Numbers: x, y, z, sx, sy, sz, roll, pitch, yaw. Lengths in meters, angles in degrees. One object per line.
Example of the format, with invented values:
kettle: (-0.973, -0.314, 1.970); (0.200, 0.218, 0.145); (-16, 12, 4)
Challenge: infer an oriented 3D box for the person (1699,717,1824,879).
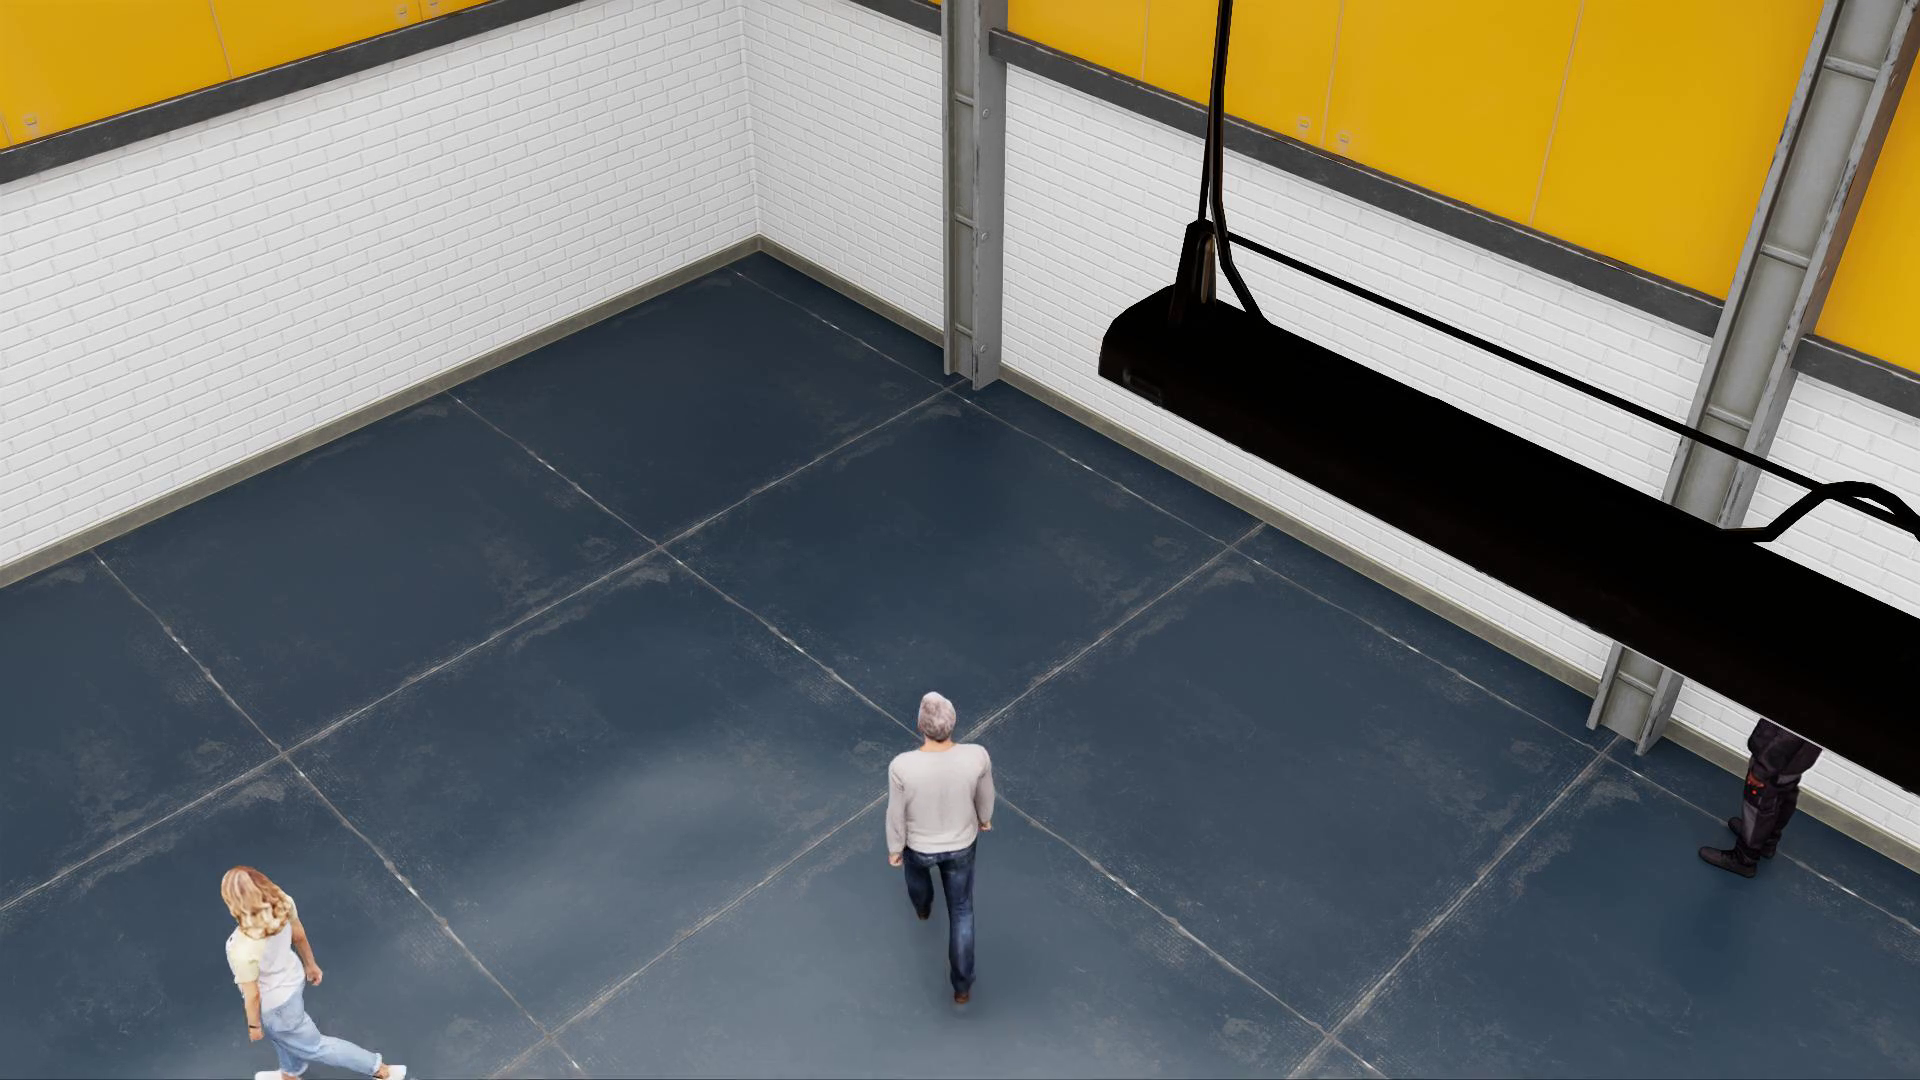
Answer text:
person: (4.713, 1.199, 9.451); (0.711, 1.825, 0.606); (-28, 46, -30)

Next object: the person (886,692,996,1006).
person: (-0.084, 1.664, 8.837); (1.212, 1.866, 1.350); (-5, 39, -6)

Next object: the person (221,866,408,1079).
person: (-3.264, 2.260, 8.223); (1.153, 1.699, 1.059); (2, 39, 3)
